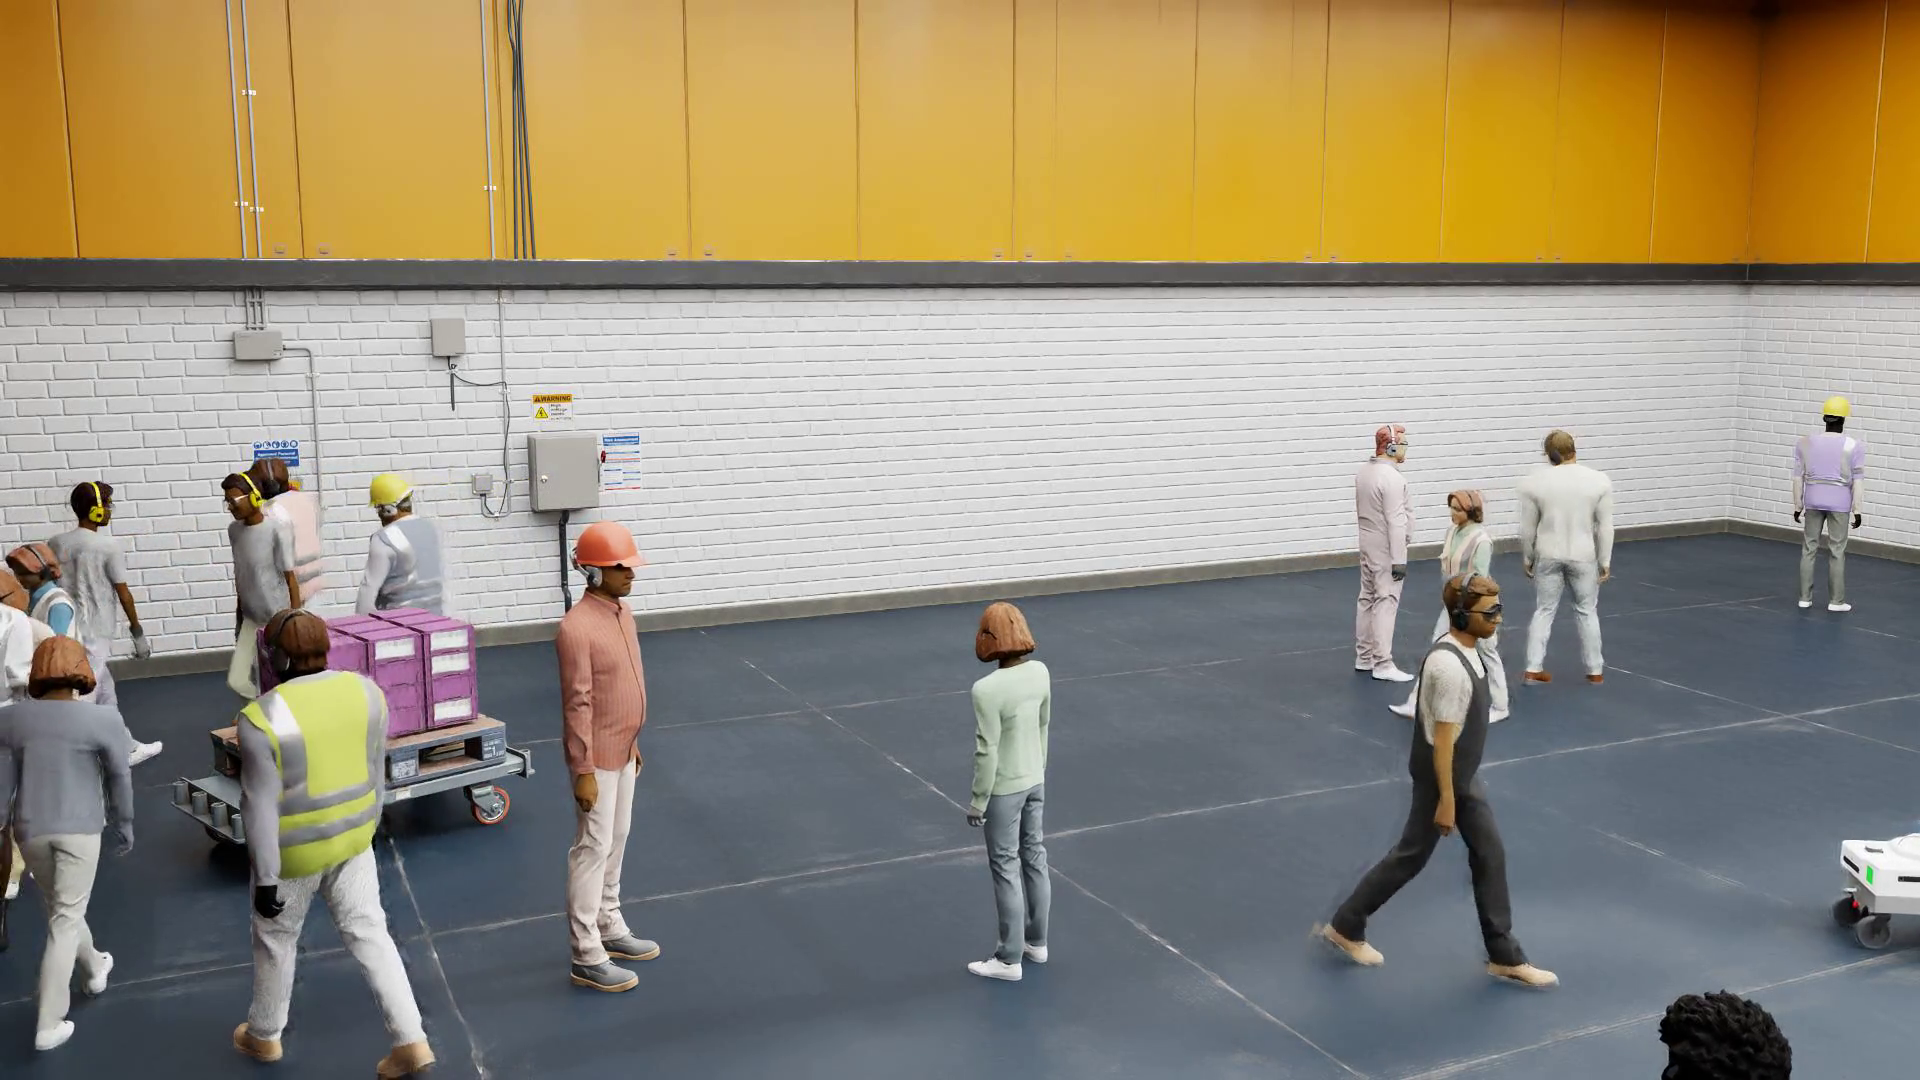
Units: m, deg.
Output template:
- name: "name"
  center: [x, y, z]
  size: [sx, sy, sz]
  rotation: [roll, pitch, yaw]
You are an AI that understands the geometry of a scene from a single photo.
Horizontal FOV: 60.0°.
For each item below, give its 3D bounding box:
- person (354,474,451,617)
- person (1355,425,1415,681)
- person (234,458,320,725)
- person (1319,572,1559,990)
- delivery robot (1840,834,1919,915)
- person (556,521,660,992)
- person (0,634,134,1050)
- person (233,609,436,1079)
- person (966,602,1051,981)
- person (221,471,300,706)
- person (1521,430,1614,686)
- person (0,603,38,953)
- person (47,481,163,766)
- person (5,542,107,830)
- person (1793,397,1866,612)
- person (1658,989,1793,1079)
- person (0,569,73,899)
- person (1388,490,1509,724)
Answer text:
- name: "person"
  center: [-3.542, 0.478, 10.399]
  size: [0.850, 1.778, 0.589]
  rotation: [3, 10, 16]
- name: "person"
  center: [3.185, 0.092, 12.418]
  size: [0.408, 1.908, 0.644]
  rotation: [-2, 9, -9]
- name: "person"
  center: [-4.528, 0.348, 11.095]
  size: [0.571, 1.814, 0.715]
  rotation: [2, 9, 10]
- name: "person"
  center: [2.033, 1.009, 7.091]
  size: [0.982, 1.802, 0.508]
  rotation: [4, 10, 26]
- name: "delivery robot"
  center: [4.390, 1.509, 7.512]
  size: [0.707, 0.478, 0.477]
  rotation: [1, 9, 7]
- name: "person"
  center: [-1.501, 0.902, 7.111]
  size: [0.395, 1.992, 0.622]
  rotation: [1, 9, 8]
- name: "person"
  center: [-3.595, 1.167, 6.693]
  size: [0.515, 1.582, 0.814]
  rotation: [-1, 9, -4]
- name: "person"
  center: [-2.388, 1.141, 6.237]
  size: [0.955, 1.798, 0.641]
  rotation: [6, 11, 33]
- name: "person"
  center: [0.207, 1.074, 7.163]
  size: [0.285, 1.632, 0.501]
  rotation: [7, 12, 37]
- name: "person"
  center: [-4.187, 0.500, 10.063]
  size: [0.631, 1.844, 0.451]
  rotation: [4, 10, 23]
- name: "person"
  center: [4.434, 0.146, 12.191]
  size: [0.660, 1.883, 0.566]
  rotation: [4, 10, 23]
- name: "person"
  center: [-4.359, 0.904, 7.310]
  size: [0.594, 1.926, 0.485]
  rotation: [-5, 10, -28]
- name: "person"
  center: [-5.147, 0.562, 9.835]
  size: [0.554, 1.812, 1.008]
  rotation: [3, 10, 16]
- name: "person"
  center: [-4.851, 0.816, 8.807]
  size: [0.516, 1.618, 0.544]
  rotation: [7, 12, 37]
- name: "person"
  center: [7.767, -0.318, 14.887]
  size: [0.585, 1.929, 0.371]
  rotation: [8, 12, 42]
- name: "person"
  center: [1.448, 1.685, 3.192]
  size: [0.321, 1.693, 0.530]
  rotation: [8, 12, 40]
- name: "person"
  center: [-4.653, 0.942, 8.092]
  size: [0.501, 1.605, 0.772]
  rotation: [3, 10, 16]
- name: "person"
  center: [3.328, 0.464, 11.078]
  size: [0.868, 1.588, 0.537]
  rotation: [-3, 10, -17]
